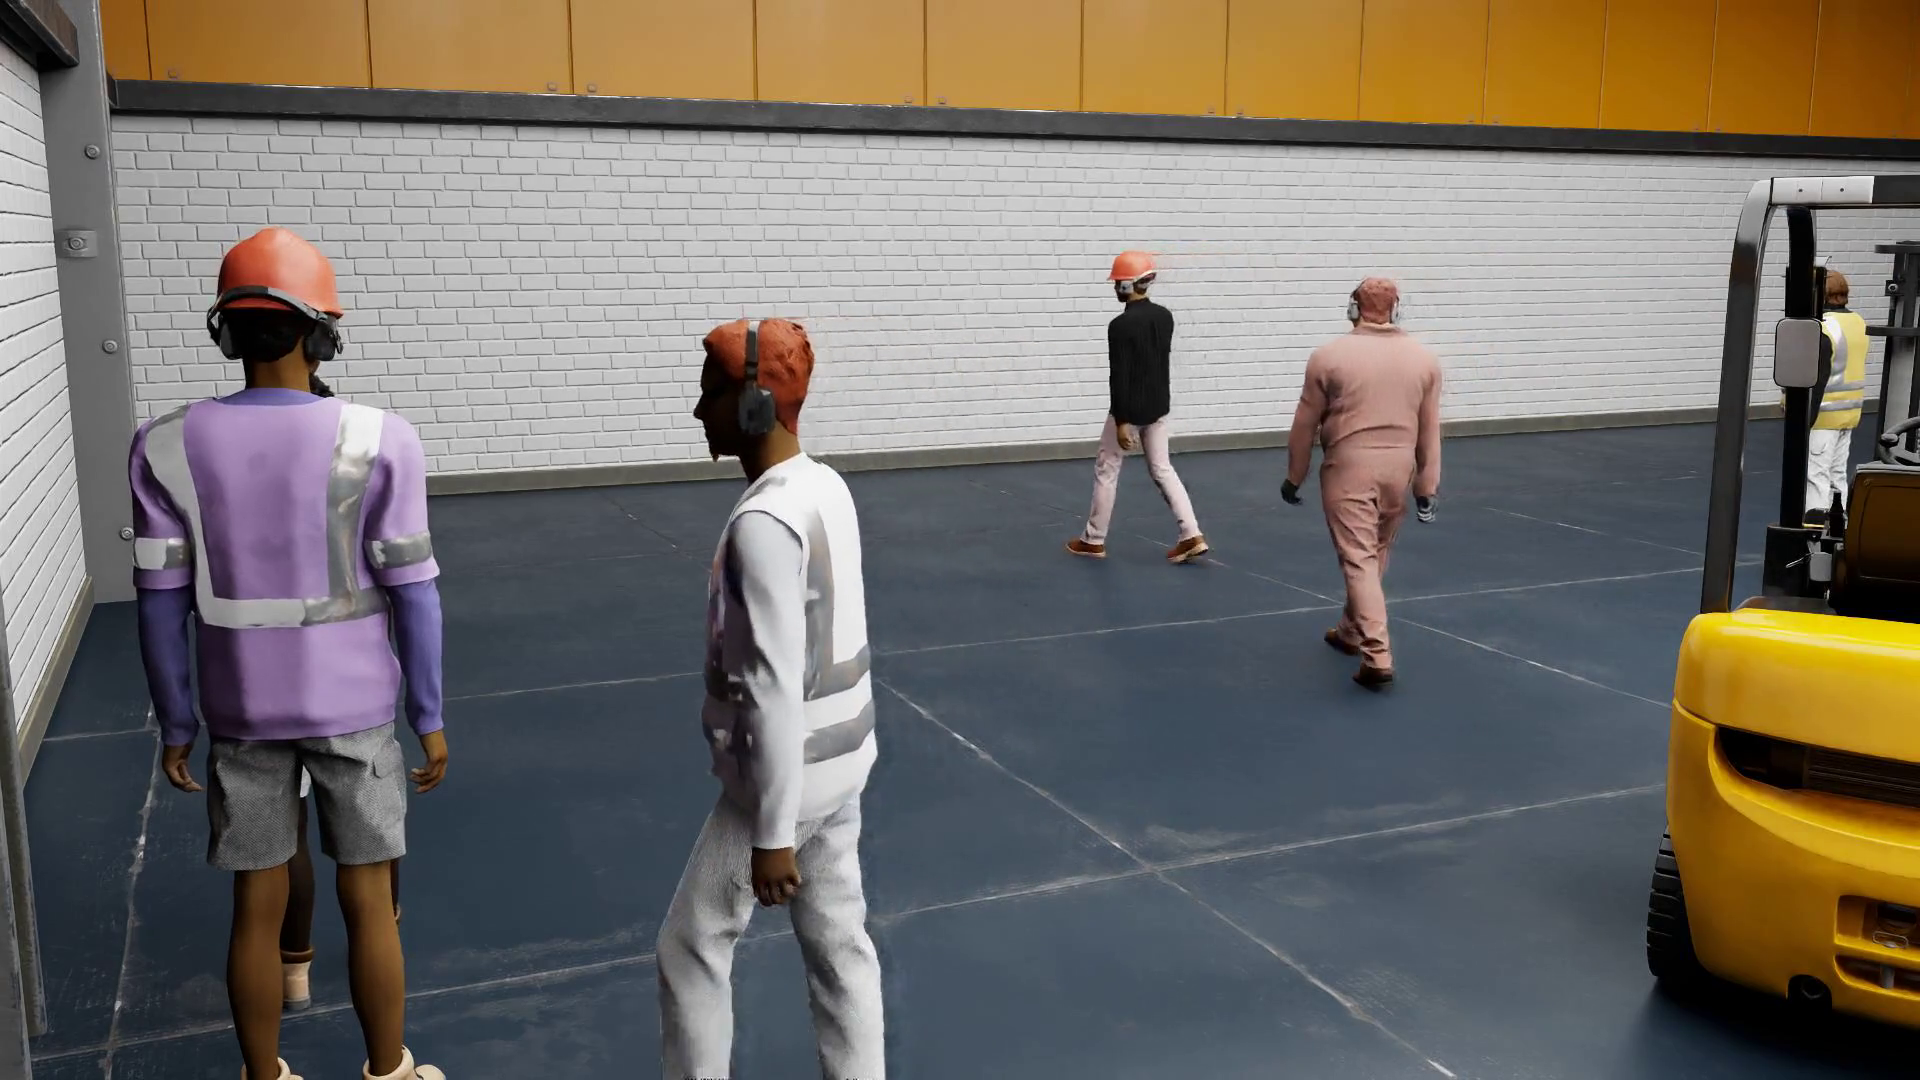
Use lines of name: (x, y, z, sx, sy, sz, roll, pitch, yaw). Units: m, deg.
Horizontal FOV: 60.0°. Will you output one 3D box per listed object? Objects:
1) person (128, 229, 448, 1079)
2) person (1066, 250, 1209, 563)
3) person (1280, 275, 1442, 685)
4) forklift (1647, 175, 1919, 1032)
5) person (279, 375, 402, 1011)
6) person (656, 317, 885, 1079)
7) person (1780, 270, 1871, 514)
person: (-1.433, 0.355, 3.640, 0.616, 2.039, 0.385, -1, 10, -5)
person: (1.127, -0.823, 10.377, 0.620, 1.960, 0.960, -9, 14, -41)
person: (1.887, -0.286, 7.718, 0.643, 1.861, 0.989, -3, 11, -14)
forklift: (2.810, 0.094, 4.662, 1.214, 2.155, 2.313, 7, 12, 34)
person: (-1.733, 0.388, 4.446, 0.320, 1.690, 0.535, 8, 13, 38)
person: (-0.487, 0.482, 3.421, 0.761, 1.860, 0.597, 2, 10, 10)
person: (5.149, -0.691, 9.976, 0.627, 1.836, 0.429, -8, 13, -38)
